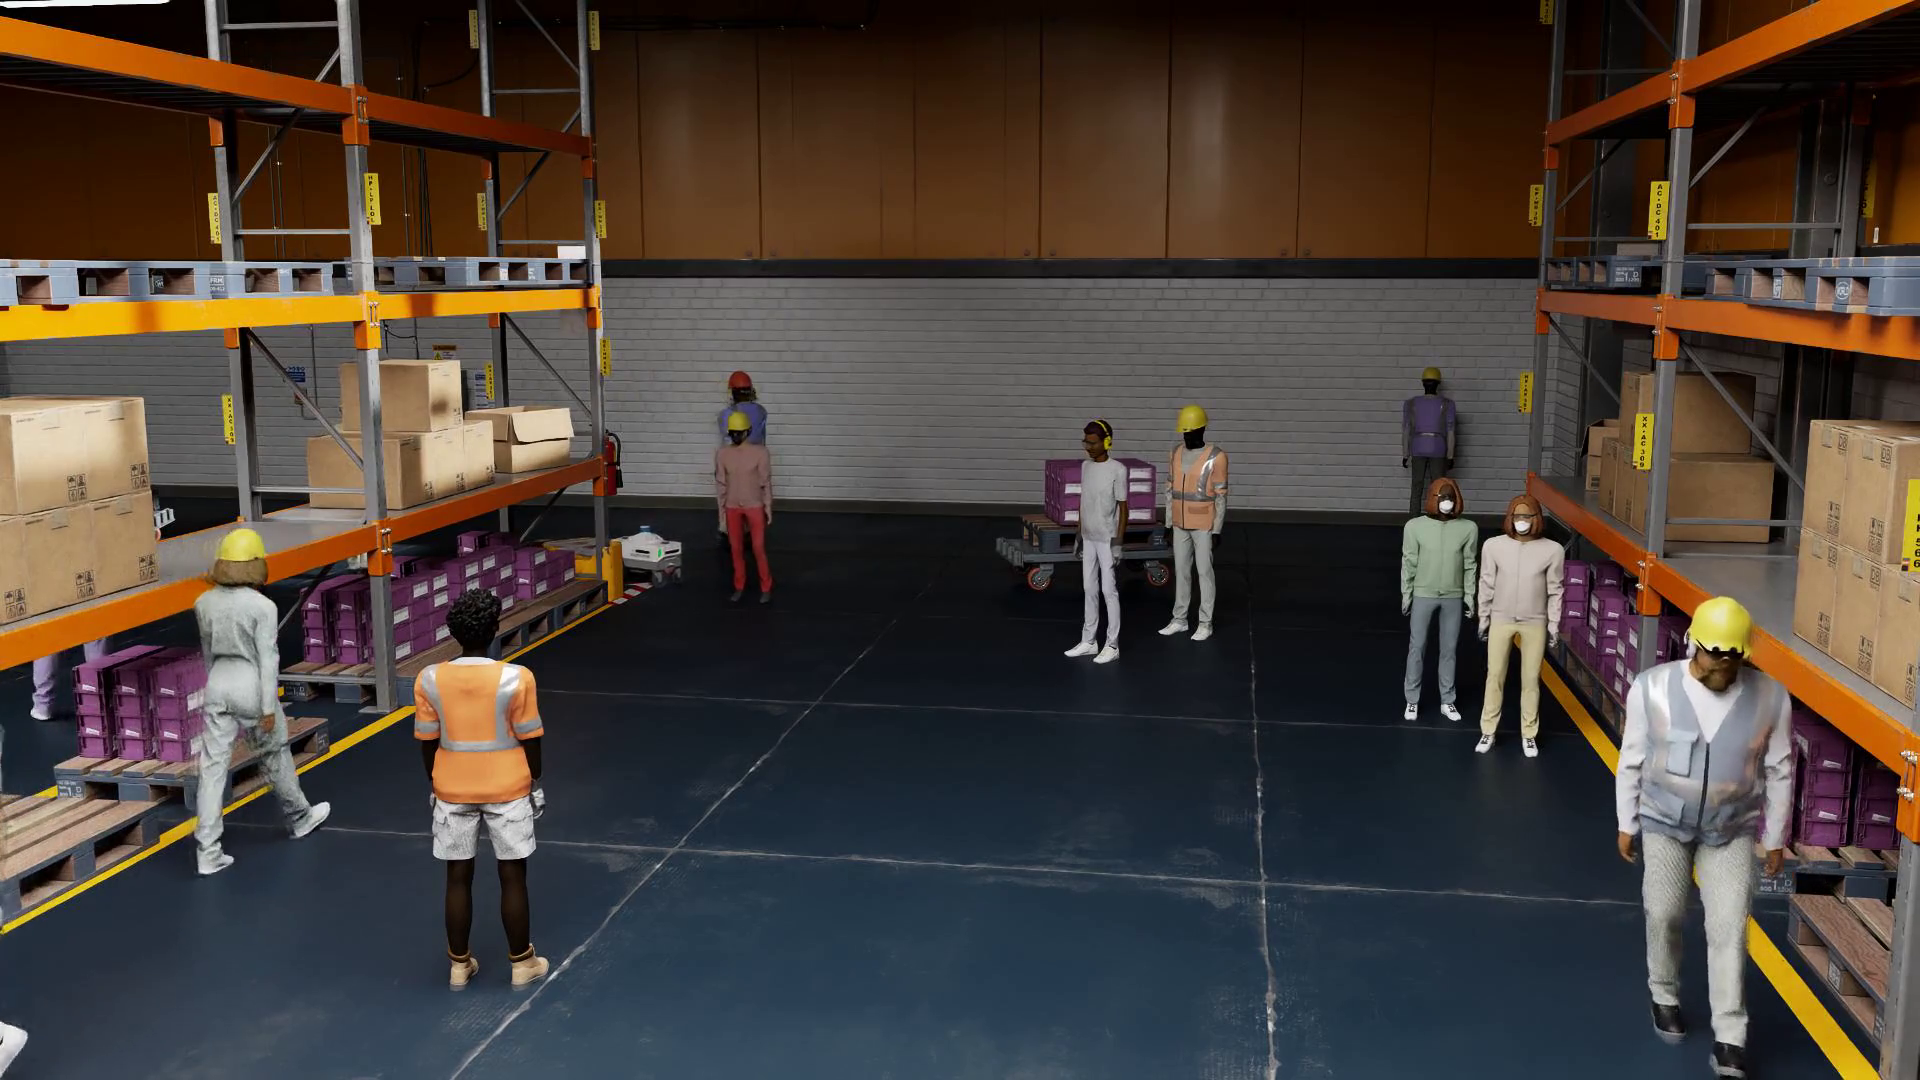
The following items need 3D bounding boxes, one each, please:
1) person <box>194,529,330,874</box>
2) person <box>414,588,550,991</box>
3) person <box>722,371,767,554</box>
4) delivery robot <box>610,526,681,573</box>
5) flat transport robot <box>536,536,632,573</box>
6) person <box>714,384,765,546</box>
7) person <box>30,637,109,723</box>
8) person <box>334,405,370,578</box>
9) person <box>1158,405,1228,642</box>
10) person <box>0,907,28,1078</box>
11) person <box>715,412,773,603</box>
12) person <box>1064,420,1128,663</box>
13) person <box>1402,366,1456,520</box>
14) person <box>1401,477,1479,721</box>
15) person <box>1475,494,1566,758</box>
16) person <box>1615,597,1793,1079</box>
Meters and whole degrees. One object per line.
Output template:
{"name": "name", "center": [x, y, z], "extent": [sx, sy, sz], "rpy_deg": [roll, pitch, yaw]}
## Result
{"name": "person", "center": [-3.627, 0.784, 8.464], "extent": [0.504, 1.694, 0.897], "rpy_deg": [2, 9, 12]}
{"name": "person", "center": [-1.973, 1.040, 6.896], "extent": [0.534, 1.697, 0.318], "rpy_deg": [0, 9, 2]}
{"name": "person", "center": [-2.297, -0.818, 17.606], "extent": [0.353, 1.939, 0.544], "rpy_deg": [9, 13, 43]}
{"name": "delivery robot", "center": [-2.996, 0.107, 15.868], "extent": [0.707, 0.478, 0.477], "rpy_deg": [6, 11, 34]}
{"name": "flat transport robot", "center": [-3.721, 0.151, 16.761], "extent": [0.652, 0.197, 1.431], "rpy_deg": [-7, 11, -35]}
{"name": "person", "center": [-2.433, -0.832, 18.181], "extent": [0.605, 1.790, 0.857], "rpy_deg": [7, 12, 38]}
{"name": "person", "center": [-5.975, 0.265, 11.131], "extent": [0.679, 1.880, 0.392], "rpy_deg": [-7, 11, -36]}
{"name": "person", "center": [-5.845, -0.524, 16.136], "extent": [0.616, 1.823, 0.403], "rpy_deg": [6, 11, 32]}
{"name": "person", "center": [1.889, -0.141, 13.496], "extent": [0.584, 1.918, 0.376], "rpy_deg": [9, 13, 44]}
{"name": "person", "center": [-3.444, 1.164, 5.647], "extent": [0.534, 1.855, 0.442], "rpy_deg": [3, 10, 18]}
{"name": "person", "center": [-1.942, -0.286, 14.940], "extent": [0.531, 1.740, 0.422], "rpy_deg": [2, 9, 10]}
{"name": "person", "center": [1.061, 0.009, 12.739], "extent": [0.328, 1.865, 0.517], "rpy_deg": [-8, 12, -39]}
{"name": "person", "center": [5.264, -0.985, 18.686], "extent": [0.585, 1.923, 0.376], "rpy_deg": [4, 10, 23]}
{"name": "person", "center": [3.183, 0.393, 11.069], "extent": [0.500, 1.636, 0.280], "rpy_deg": [0, 9, 3]}
{"name": "person", "center": [3.448, 0.526, 10.256], "extent": [0.501, 1.633, 0.284], "rpy_deg": [4, 10, 22]}
{"name": "person", "center": [2.796, 1.094, 6.276], "extent": [0.617, 1.791, 0.641], "rpy_deg": [3, 10, 20]}
